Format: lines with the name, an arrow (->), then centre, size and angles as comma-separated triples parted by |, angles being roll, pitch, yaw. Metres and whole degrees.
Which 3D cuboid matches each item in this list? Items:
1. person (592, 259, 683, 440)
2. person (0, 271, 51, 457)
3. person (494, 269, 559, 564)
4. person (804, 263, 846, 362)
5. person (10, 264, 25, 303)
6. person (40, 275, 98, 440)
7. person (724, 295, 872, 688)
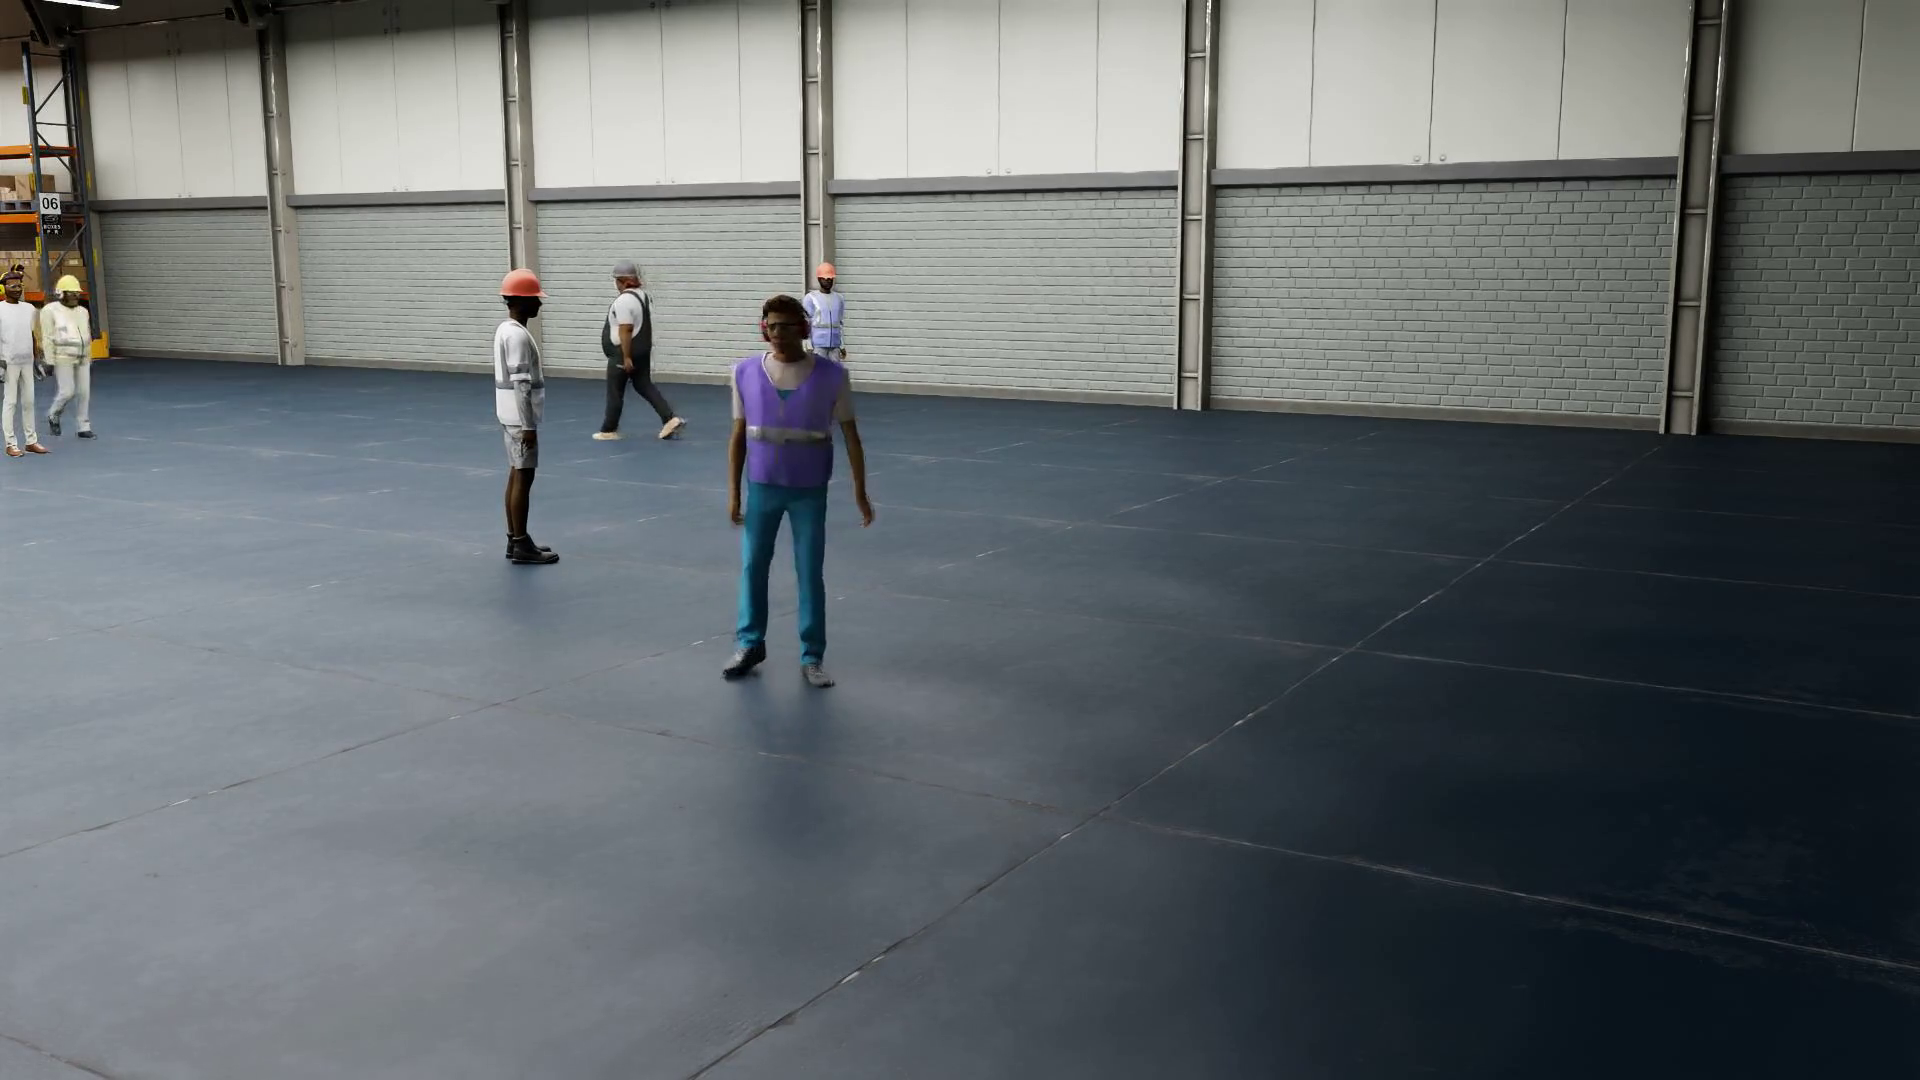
person -> -3.564, -2.104, 18.258 | 0.964, 2.000, 0.683 | 3, 10, 17
person -> -9.564, -1.787, 16.902 | 0.327, 1.872, 0.516 | 4, 11, 24
person -> -2.865, -0.809, 10.975 | 0.360, 1.935, 0.552 | -4, 10, -21
person -> -1.624, -2.381, 20.182 | 0.542, 1.938, 0.358 | -7, 12, -34
person -> -17.905, -4.305, 31.666 | 0.327, 1.865, 0.518 | -7, 12, -34
person -> -9.789, -1.992, 18.249 | 0.494, 1.814, 0.610 | 4, 10, 22
person -> -0.762, -0.232, 7.882 | 0.764, 1.845, 0.416 | 1, 10, 7
